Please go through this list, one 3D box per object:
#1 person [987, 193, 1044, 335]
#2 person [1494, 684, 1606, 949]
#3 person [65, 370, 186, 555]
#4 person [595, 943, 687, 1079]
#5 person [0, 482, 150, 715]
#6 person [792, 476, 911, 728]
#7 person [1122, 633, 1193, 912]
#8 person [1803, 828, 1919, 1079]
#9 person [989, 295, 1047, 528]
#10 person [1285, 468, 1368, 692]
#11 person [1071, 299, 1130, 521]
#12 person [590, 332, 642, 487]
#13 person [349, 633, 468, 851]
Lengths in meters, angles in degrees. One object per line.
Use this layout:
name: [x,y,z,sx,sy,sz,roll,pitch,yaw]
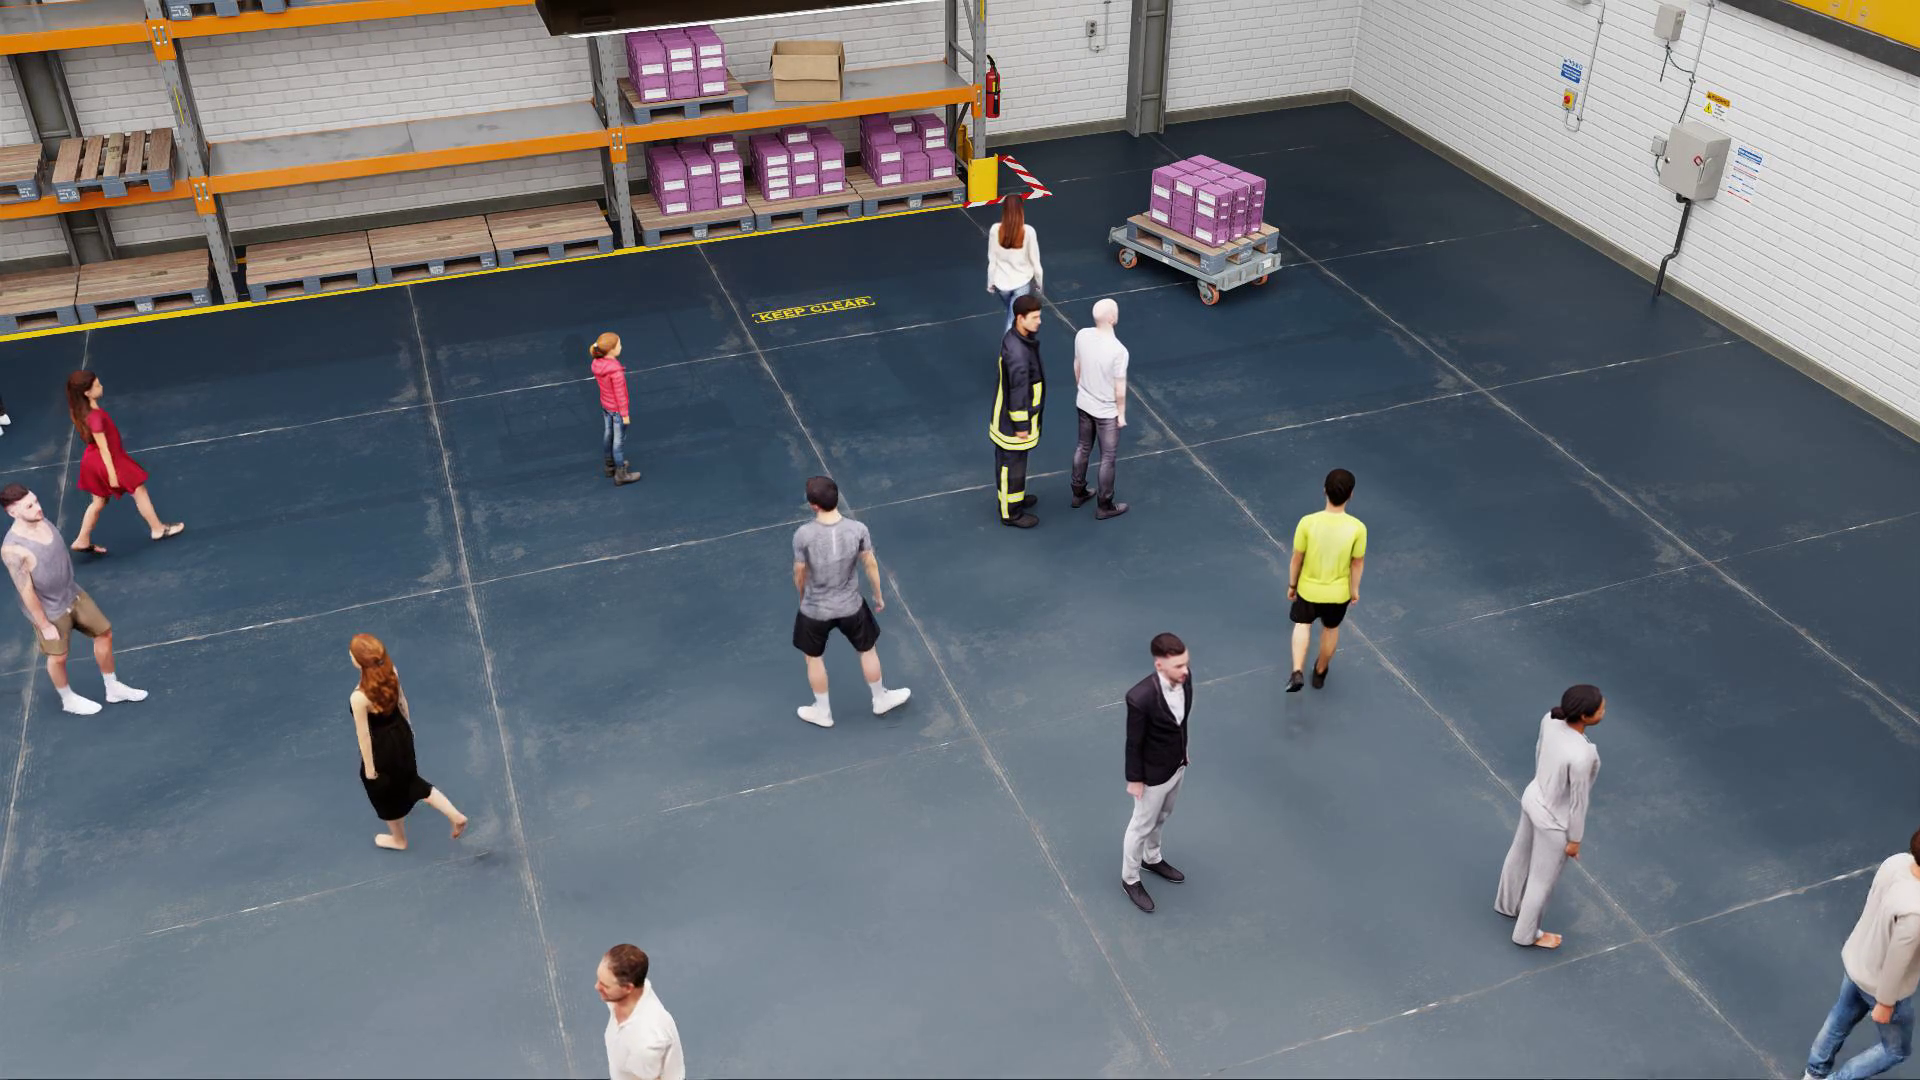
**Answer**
person: [0.460,-2.235,14.945,1.182,1.637,1.151,10,35,15]
person: [3.283,1.505,9.230,0.609,1.736,0.678,-4,34,-6]
person: [-6.501,-0.562,12.521,0.826,1.534,1.090,28,43,36]
person: [-1.309,2.522,7.619,1.212,1.825,0.764,-16,37,-22]
person: [-6.002,0.401,10.875,0.924,1.829,0.831,3,34,5]
person: [-0.760,0.424,10.752,0.554,1.850,1.014,-2,34,-2]
person: [1.120,1.275,9.480,0.796,1.842,0.662,28,42,35]
person: [4.434,2.111,8.173,0.813,1.895,0.793,8,34,11]
person: [0.433,-1.016,12.852,0.844,1.923,0.879,2,34,3]
person: [2.416,0.339,11.023,0.894,1.691,0.925,9,35,13]
person: [1.084,-1.035,12.965,0.708,1.831,0.729,-26,41,-33]
person: [-2.819,-1.074,13.490,0.556,1.314,0.556,-22,40,-30]
person: [-3.282,1.233,9.750,0.941,1.612,0.839,9,35,13]
